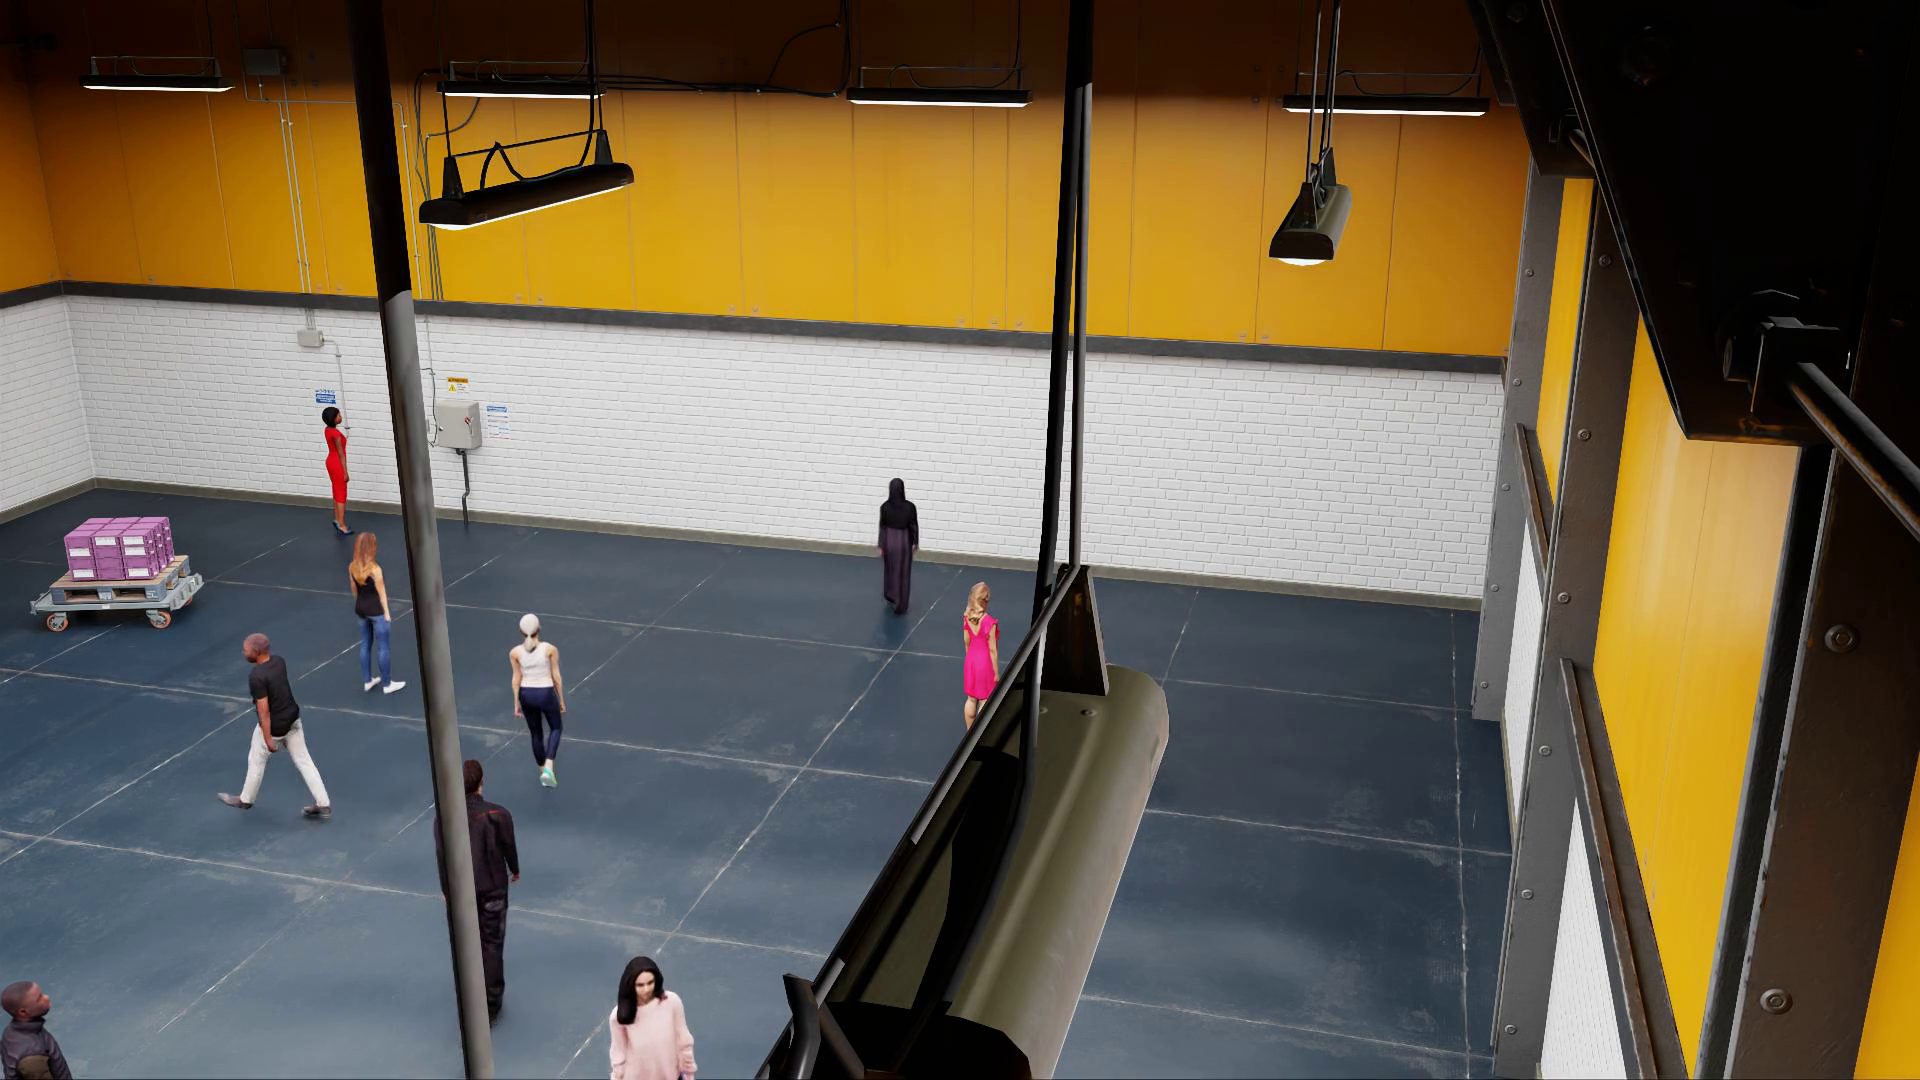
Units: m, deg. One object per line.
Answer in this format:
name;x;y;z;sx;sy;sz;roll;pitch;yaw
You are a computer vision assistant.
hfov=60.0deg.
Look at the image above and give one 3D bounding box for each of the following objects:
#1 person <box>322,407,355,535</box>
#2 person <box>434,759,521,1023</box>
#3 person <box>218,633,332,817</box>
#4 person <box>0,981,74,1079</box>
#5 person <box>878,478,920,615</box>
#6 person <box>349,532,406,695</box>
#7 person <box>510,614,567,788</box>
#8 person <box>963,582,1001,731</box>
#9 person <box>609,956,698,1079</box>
person;-8.347;-0.937;22.284;0.679;1.740;0.639;-14;23;-35
person;-3.424;2.517;11.833;0.995;1.864;1.288;-2;19;-6
person;-5.876;1.667;14.549;0.766;1.743;1.181;4;19;12
person;-5.209;3.319;9.495;0.801;1.836;0.780;-14;23;-35
person;-0.747;0.075;19.480;0.667;1.612;0.913;3;19;9
person;-6.125;0.750;17.303;0.624;1.722;0.553;8;20;23
person;-3.825;1.506;15.104;0.799;1.694;0.945;-2;19;-6
person;0.189;1.218;15.906;0.694;1.728;0.662;-16;24;-39
person;-1.847;3.220;9.958;1.073;1.730;1.203;-7;20;-21
